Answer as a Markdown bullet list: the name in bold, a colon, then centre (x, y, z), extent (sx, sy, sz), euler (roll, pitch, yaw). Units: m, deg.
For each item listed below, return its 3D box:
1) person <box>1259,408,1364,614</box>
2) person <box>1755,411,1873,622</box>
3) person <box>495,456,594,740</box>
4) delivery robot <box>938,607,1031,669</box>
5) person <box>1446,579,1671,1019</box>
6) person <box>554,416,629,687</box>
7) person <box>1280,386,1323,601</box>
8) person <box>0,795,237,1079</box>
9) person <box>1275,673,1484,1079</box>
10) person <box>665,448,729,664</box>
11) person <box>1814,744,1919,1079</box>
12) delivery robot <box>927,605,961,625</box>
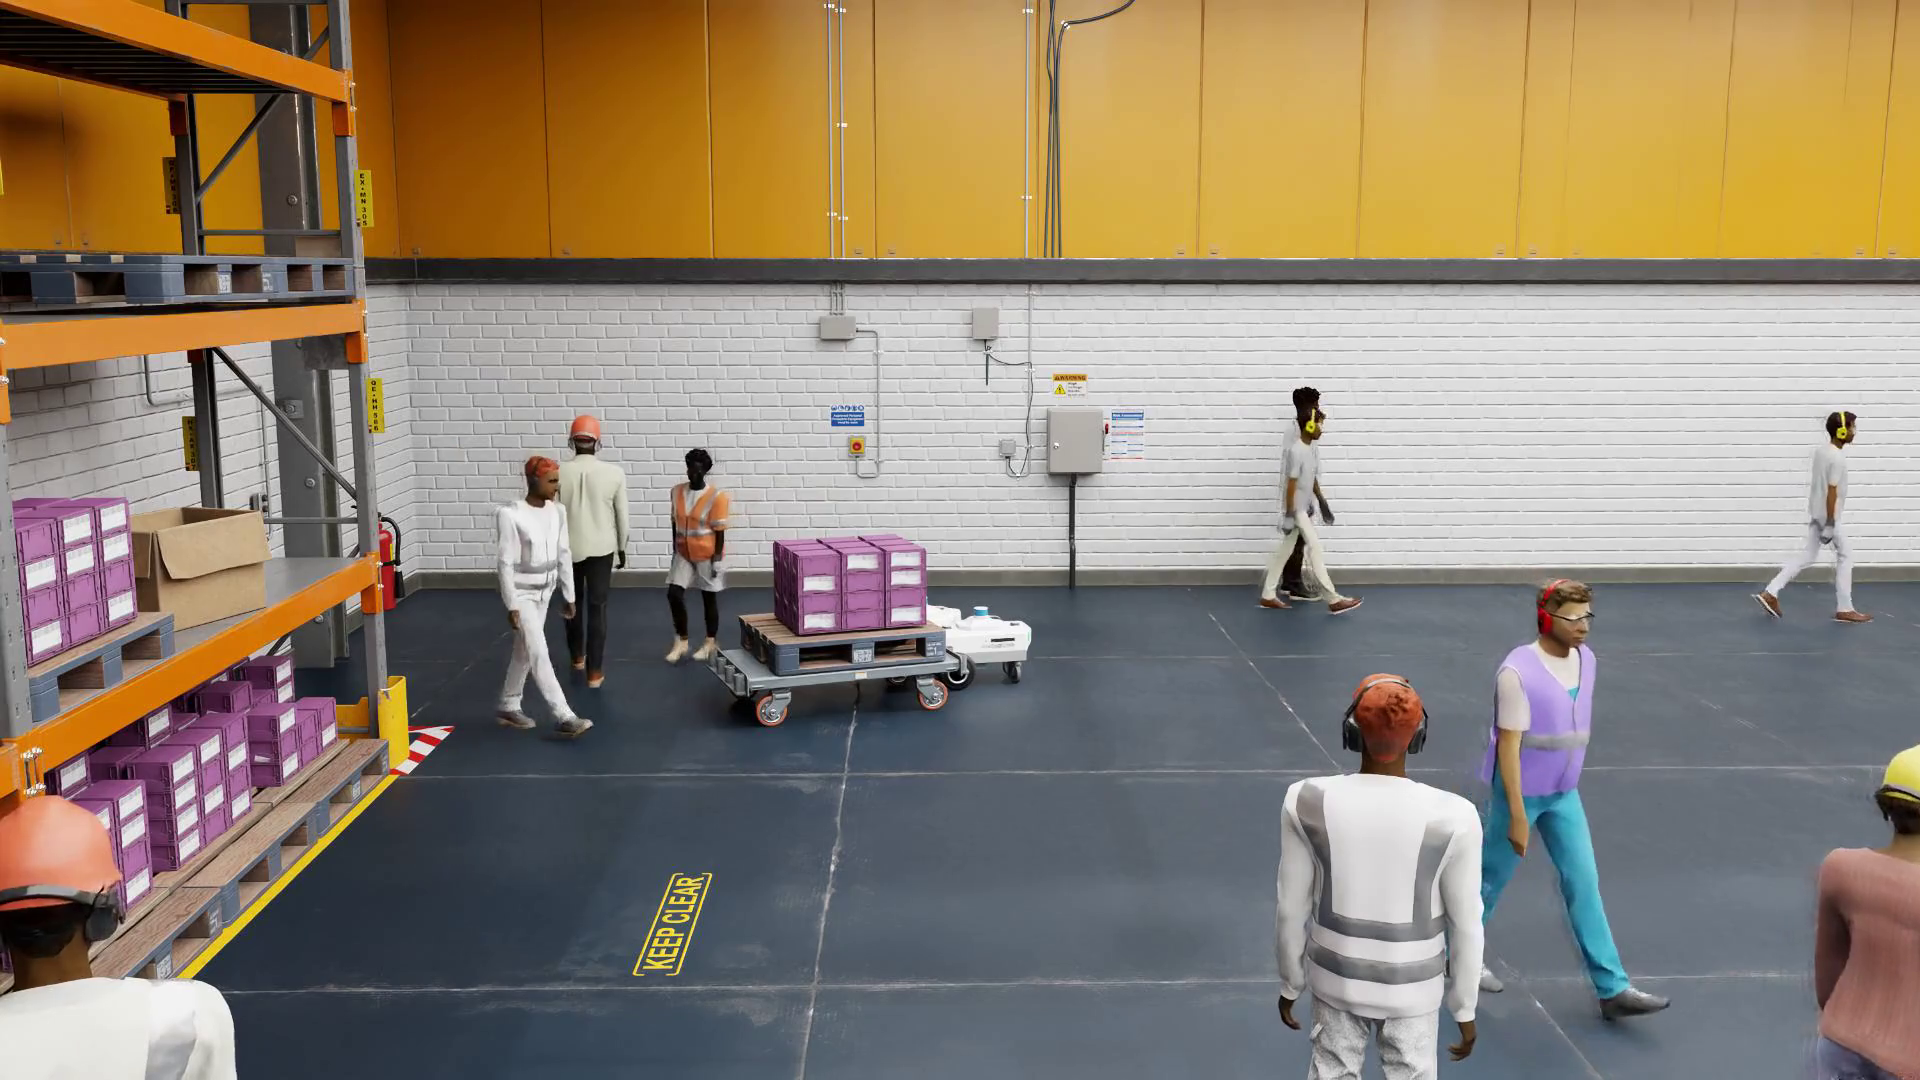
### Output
- **person**: centre (3.104, -0.247, 14.658), extent (0.954, 1.814, 0.482), euler (3, 10, 15)
- **person**: centre (7.397, -0.207, 14.318), extent (0.889, 1.841, 0.520), euler (1, 9, 5)
- **person**: centre (-2.708, 0.372, 10.772), extent (0.946, 1.831, 0.590), euler (5, 10, 28)
- **delivery robot**: centre (0.155, 0.732, 12.192), extent (0.707, 0.478, 0.477), euler (-2, 9, -13)
- **person**: centre (2.405, 1.049, 6.747), extent (0.590, 1.792, 0.976), euler (-6, 11, -33)
- **person**: centre (-2.768, 0.056, 12.350), extent (0.617, 1.946, 0.939), euler (-1, 9, -9)
- **person**: centre (3.141, -0.433, 15.309), extent (0.368, 1.966, 0.602), euler (-1, 9, -4)
- **person**: centre (-1.710, 1.497, 3.249), extent (0.615, 2.038, 0.395), euler (-5, 11, -30)
- **person**: centre (1.214, 1.313, 4.848), extent (0.584, 1.884, 0.348), euler (4, 10, 21)
- **person**: centre (-2.024, 0.130, 12.705), extent (0.555, 1.674, 0.566), euler (5, 10, 26)
- **person**: centre (2.669, 1.413, 4.661), extent (0.731, 1.733, 0.550), euler (-5, 10, -27)
- **delivery robot**: centre (-0.299, 0.667, 12.595), extent (0.477, 0.478, 0.707), euler (6, 11, 32)
